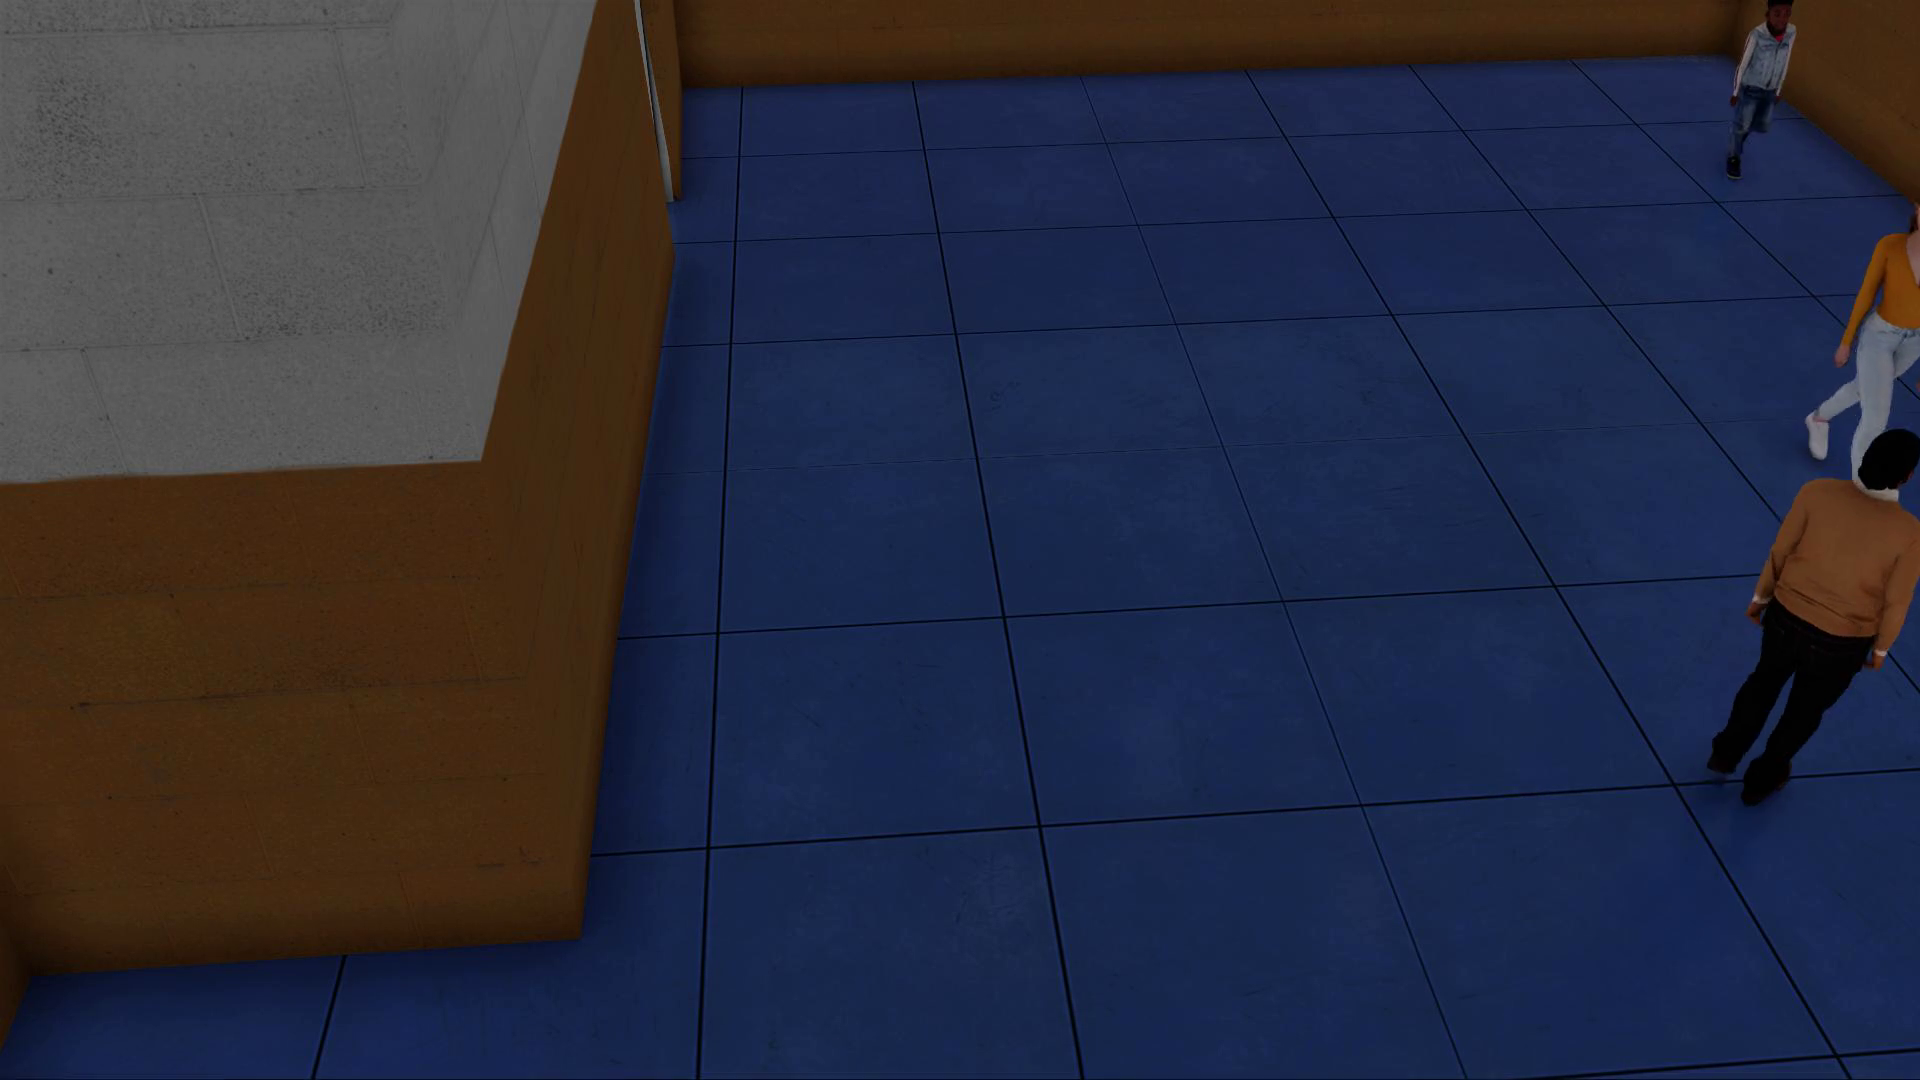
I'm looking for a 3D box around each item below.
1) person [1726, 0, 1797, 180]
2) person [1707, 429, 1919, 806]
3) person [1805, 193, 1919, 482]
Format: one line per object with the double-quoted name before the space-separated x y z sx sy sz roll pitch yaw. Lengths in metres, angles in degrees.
"person" 5.482 -3.150 11.432 0.648 1.250 0.586 1 37 2
"person" 3.230 0.357 6.342 0.856 1.744 0.814 -27 45 -31
"person" 4.534 -0.980 8.162 1.180 1.704 0.759 3 37 4
